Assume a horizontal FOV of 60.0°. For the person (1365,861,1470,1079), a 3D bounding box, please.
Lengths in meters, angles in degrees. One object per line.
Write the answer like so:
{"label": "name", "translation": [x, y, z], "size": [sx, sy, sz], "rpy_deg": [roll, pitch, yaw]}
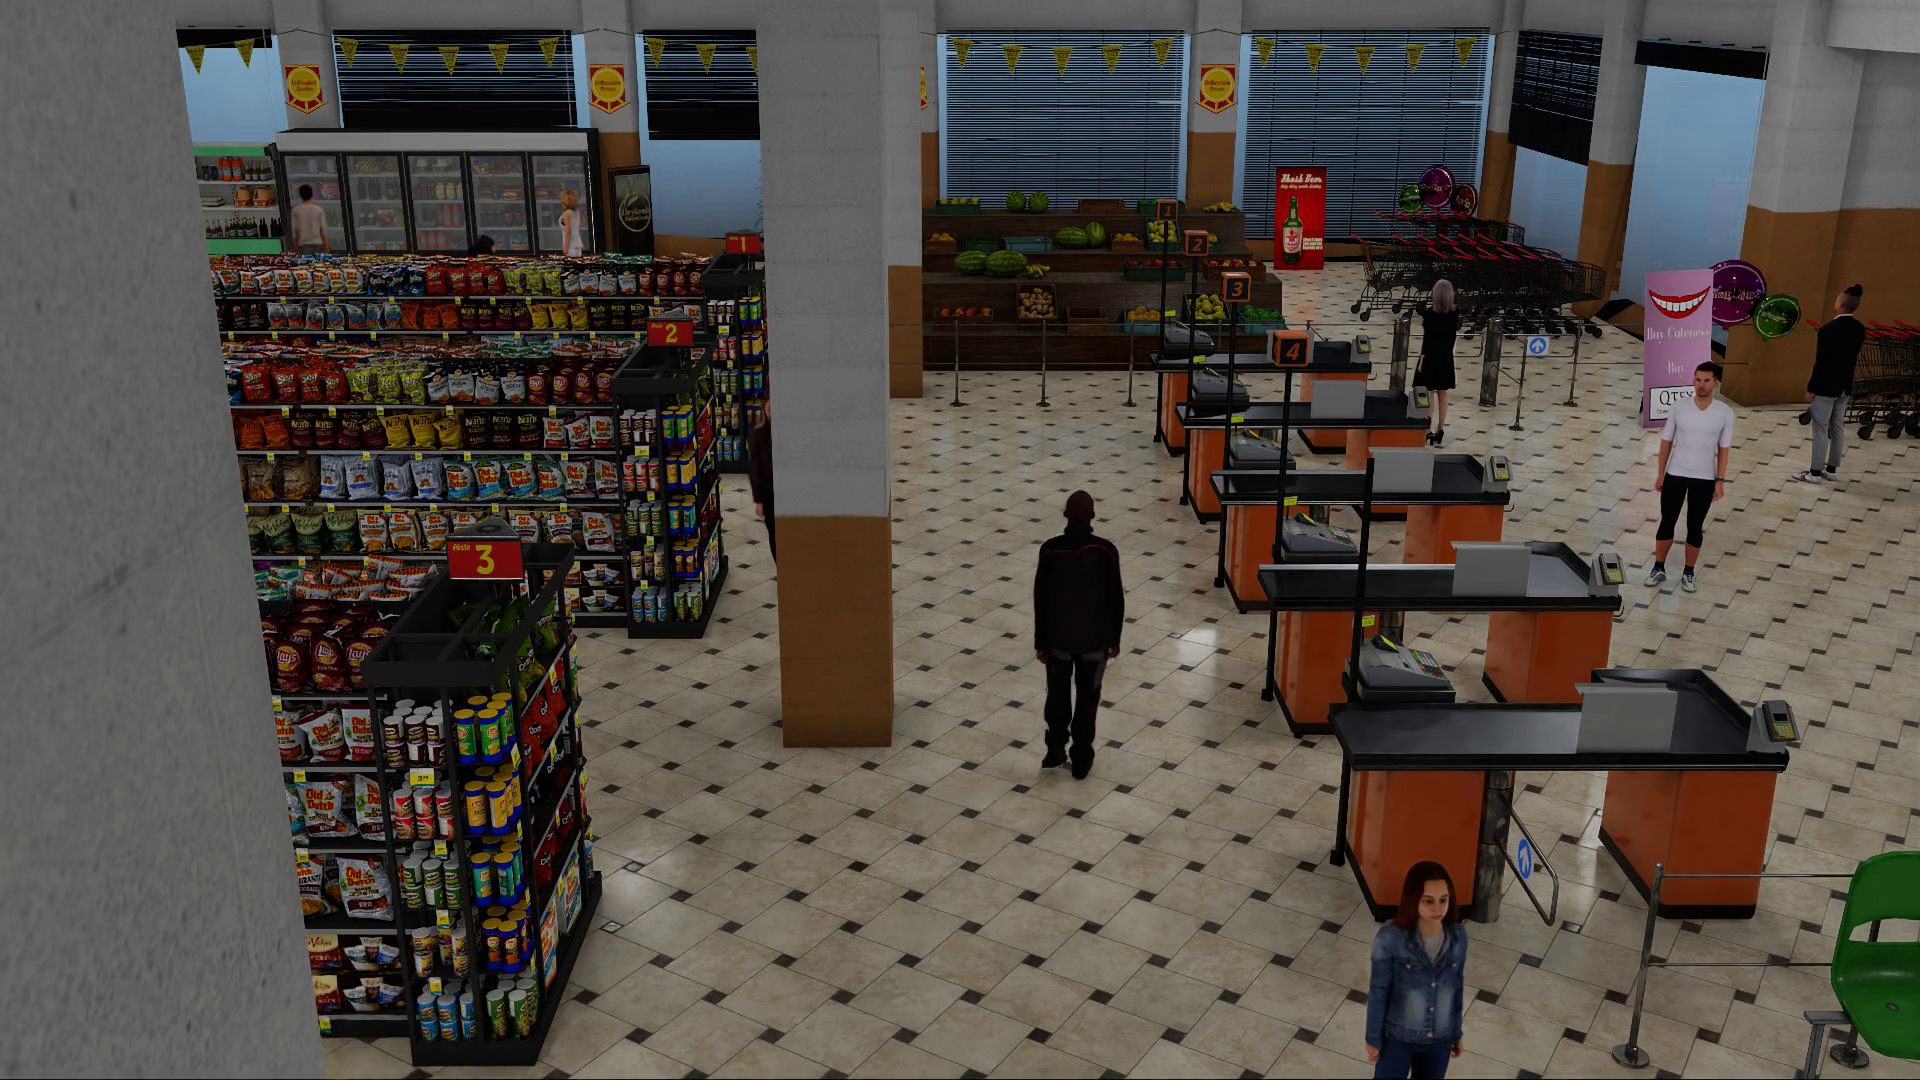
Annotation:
{"label": "person", "translation": [1.796, 1.940, 6.579], "size": [0.486, 1.477, 0.657], "rpy_deg": [-4, 19, -11]}

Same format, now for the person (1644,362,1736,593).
{"label": "person", "translation": [5.843, -0.521, 13.292], "size": [0.694, 1.851, 0.817], "rpy_deg": [10, 21, 27]}

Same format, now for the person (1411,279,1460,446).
{"label": "person", "translation": [4.997, -1.871, 17.460], "size": [0.630, 1.746, 0.746], "rpy_deg": [-8, 20, -21]}

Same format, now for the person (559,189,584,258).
{"label": "person", "translation": [-5.925, -4.531, 25.466], "size": [0.611, 1.671, 0.646], "rpy_deg": [4, 19, 12]}

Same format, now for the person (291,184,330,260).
{"label": "person", "translation": [-9.657, -4.353, 24.754], "size": [1.075, 1.789, 0.927], "rpy_deg": [-6, 20, -17]}

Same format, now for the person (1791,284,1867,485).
{"label": "person", "translation": [8.457, -1.516, 16.090], "size": [0.693, 1.950, 0.847], "rpy_deg": [-8, 20, -22]}

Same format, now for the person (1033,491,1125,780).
{"label": "person", "translation": [0.703, 0.613, 9.996], "size": [0.729, 1.809, 0.824], "rpy_deg": [3, 19, 9]}
